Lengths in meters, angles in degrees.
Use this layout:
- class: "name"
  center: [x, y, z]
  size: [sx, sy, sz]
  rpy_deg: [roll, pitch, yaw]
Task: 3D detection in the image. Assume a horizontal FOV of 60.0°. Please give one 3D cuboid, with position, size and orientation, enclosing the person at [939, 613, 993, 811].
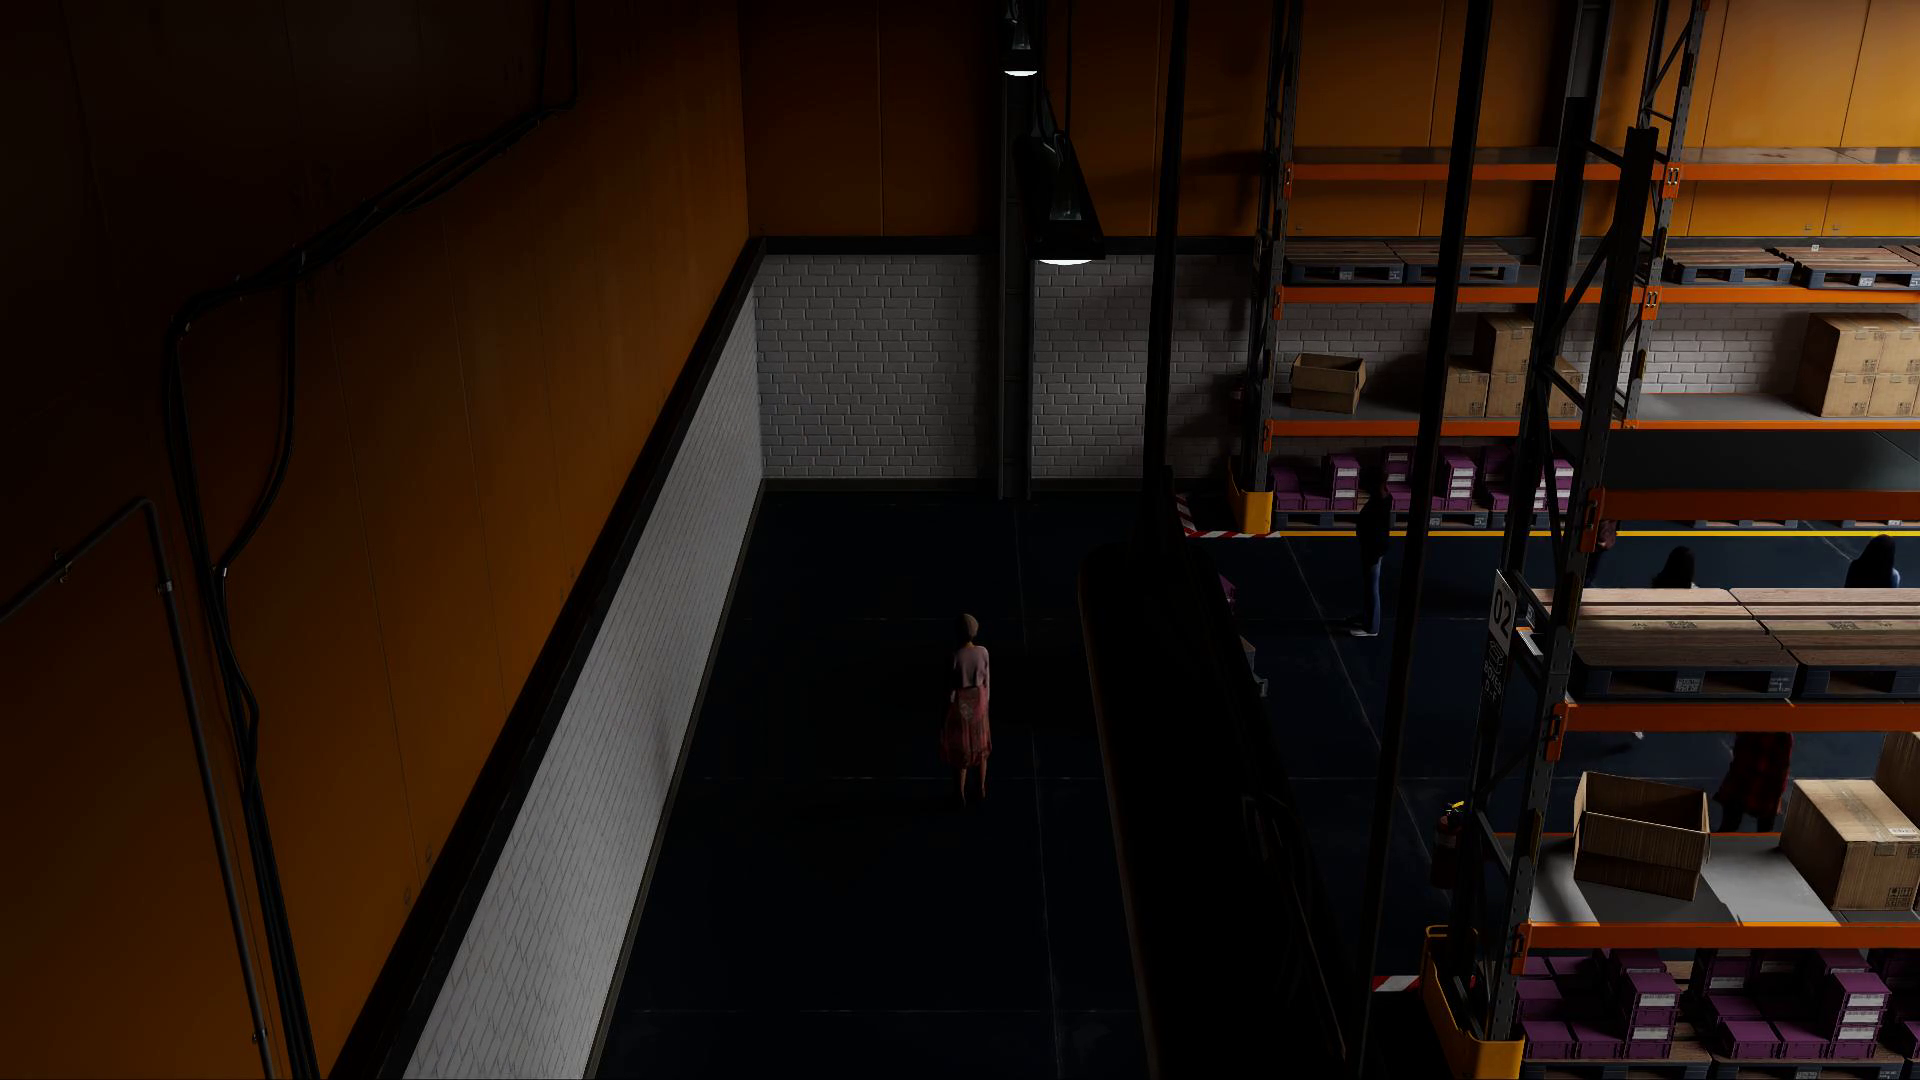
- class: "person"
  center: [0.049, 1.364, 13.242]
  size: [0.649, 1.691, 0.753]
  rpy_deg: [-12, 26, -25]

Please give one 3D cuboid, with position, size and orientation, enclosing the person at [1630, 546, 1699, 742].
- class: "person"
  center: [6.012, 0.909, 14.217]
  size: [1.139, 1.745, 1.058]
  rpy_deg: [-20, 31, -38]

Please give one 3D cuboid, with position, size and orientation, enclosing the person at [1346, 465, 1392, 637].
- class: "person"
  center: [3.999, 0.093, 16.077]
  size: [0.578, 1.749, 0.625]
  rpy_deg: [4, 24, 8]

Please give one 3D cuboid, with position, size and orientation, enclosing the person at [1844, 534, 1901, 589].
- class: "person"
  center: [7.961, 0.733, 14.663]
  size: [0.714, 1.711, 0.682]
  rpy_deg: [-17, 29, -34]
